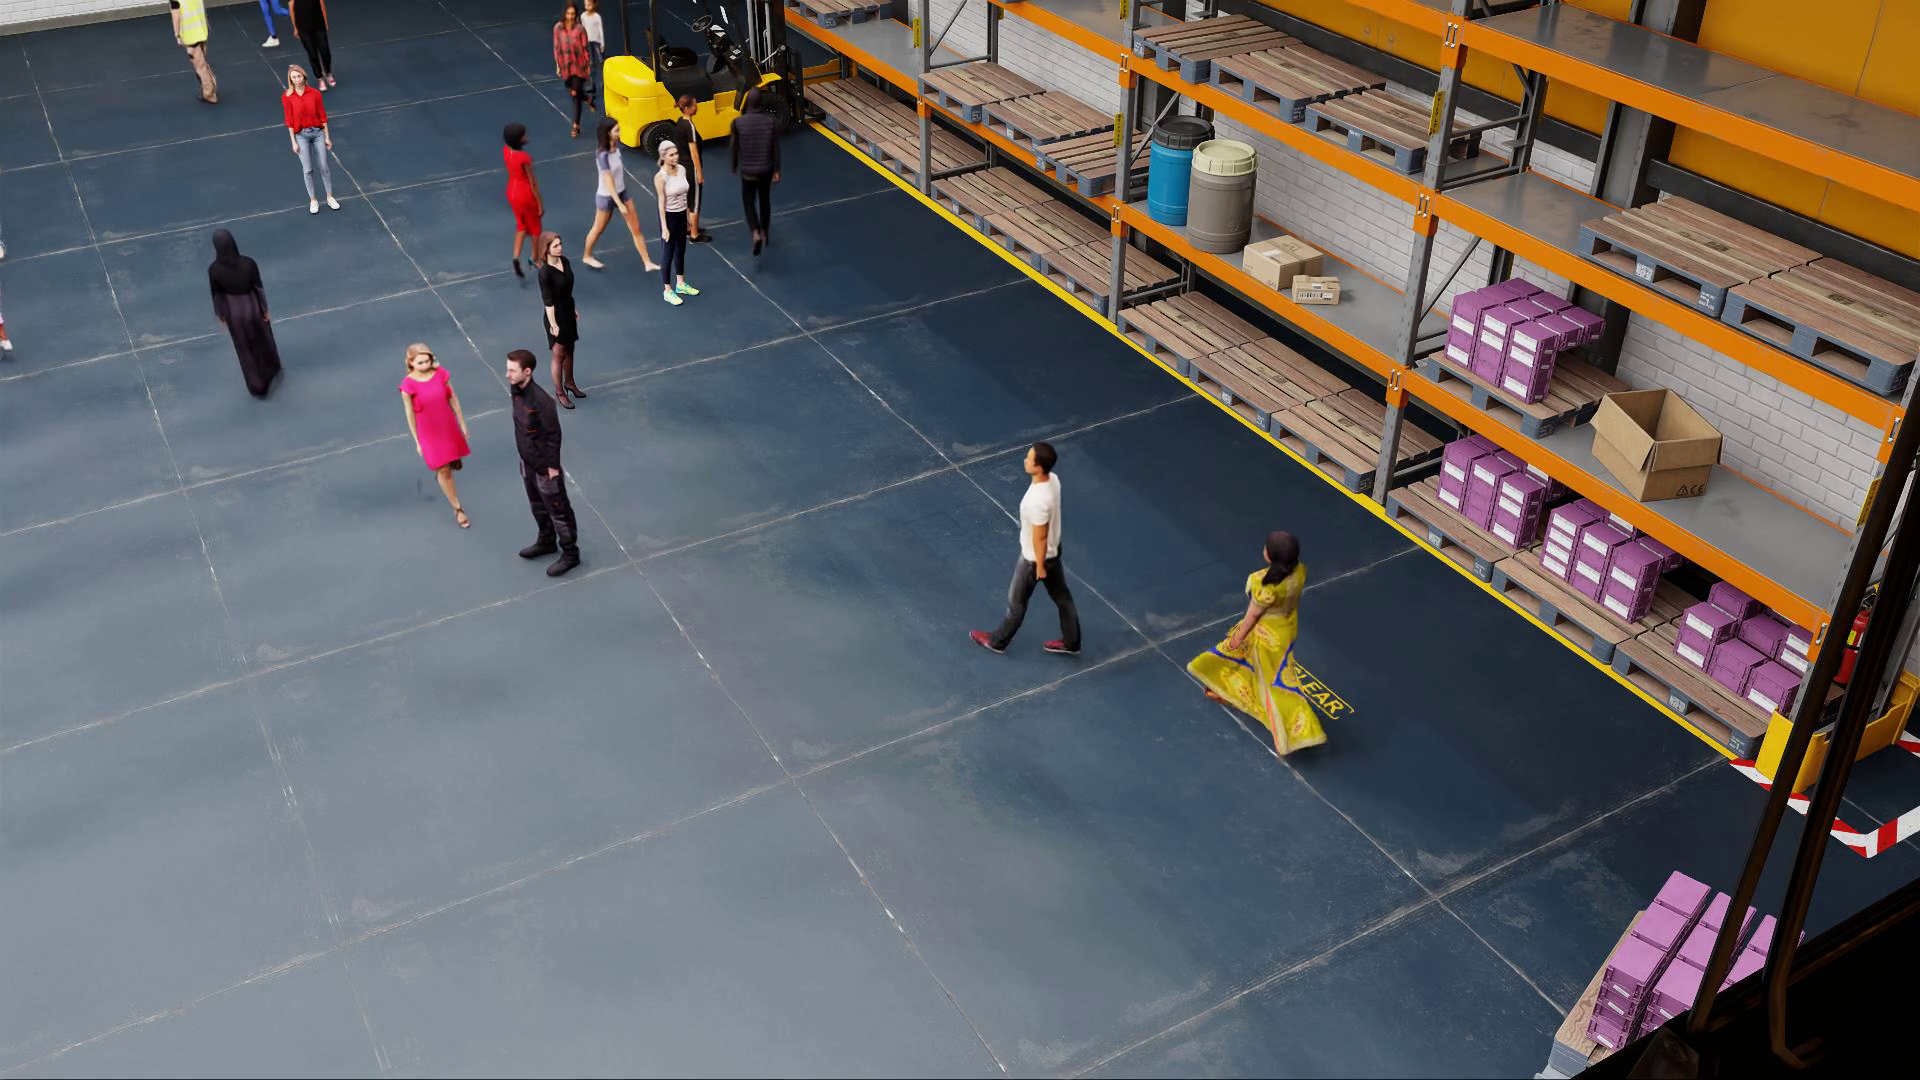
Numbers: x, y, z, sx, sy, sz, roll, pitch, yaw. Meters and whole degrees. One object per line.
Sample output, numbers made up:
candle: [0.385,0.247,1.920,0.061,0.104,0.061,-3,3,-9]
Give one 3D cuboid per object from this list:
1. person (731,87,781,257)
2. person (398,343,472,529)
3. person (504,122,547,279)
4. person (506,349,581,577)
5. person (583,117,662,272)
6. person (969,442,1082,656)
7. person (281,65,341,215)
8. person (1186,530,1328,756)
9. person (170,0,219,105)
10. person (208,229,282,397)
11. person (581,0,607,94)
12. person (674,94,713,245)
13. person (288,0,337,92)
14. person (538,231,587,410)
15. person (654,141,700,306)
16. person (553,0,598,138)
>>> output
person: [-2.209,-3.962,18.007,0.896,1.816,1.150,-6,34,-9]
person: [-4.270,-0.903,13.508,0.700,1.702,0.899,-26,42,-34]
person: [-4.598,-3.529,17.448,0.869,1.714,0.899,14,36,20]
person: [-3.266,-0.624,12.898,0.799,1.913,0.607,-28,43,-35]
person: [-3.760,-3.602,17.593,1.213,1.675,1.106,11,35,16]
person: [0.675,0.105,11.925,1.132,1.774,1.051,10,35,15]
person: [-7.463,-4.618,19.094,0.616,1.705,0.502,-16,37,-23]
person: [2.159,0.705,11.173,1.472,1.609,1.133,23,40,30]
person: [-10.145,-6.715,22.138,0.941,1.828,0.885,11,35,16]
person: [-6.637,-2.095,15.377,0.719,1.618,0.992,-11,35,-17]
person: [-4.963,-6.798,22.752,0.856,1.285,0.941,7,34,10]
person: [-2.984,-4.100,18.351,0.663,1.665,0.463,-15,36,-21]
person: [-8.869,-7.033,22.689,0.671,1.747,0.677,-13,36,-19]
person: [-3.651,-2.025,15.192,0.698,1.705,0.649,10,35,15]
person: [-2.947,-3.287,17.094,0.694,1.701,0.687,18,38,25]
person: [-4.908,-6.051,21.284,1.028,1.666,1.101,8,34,12]
